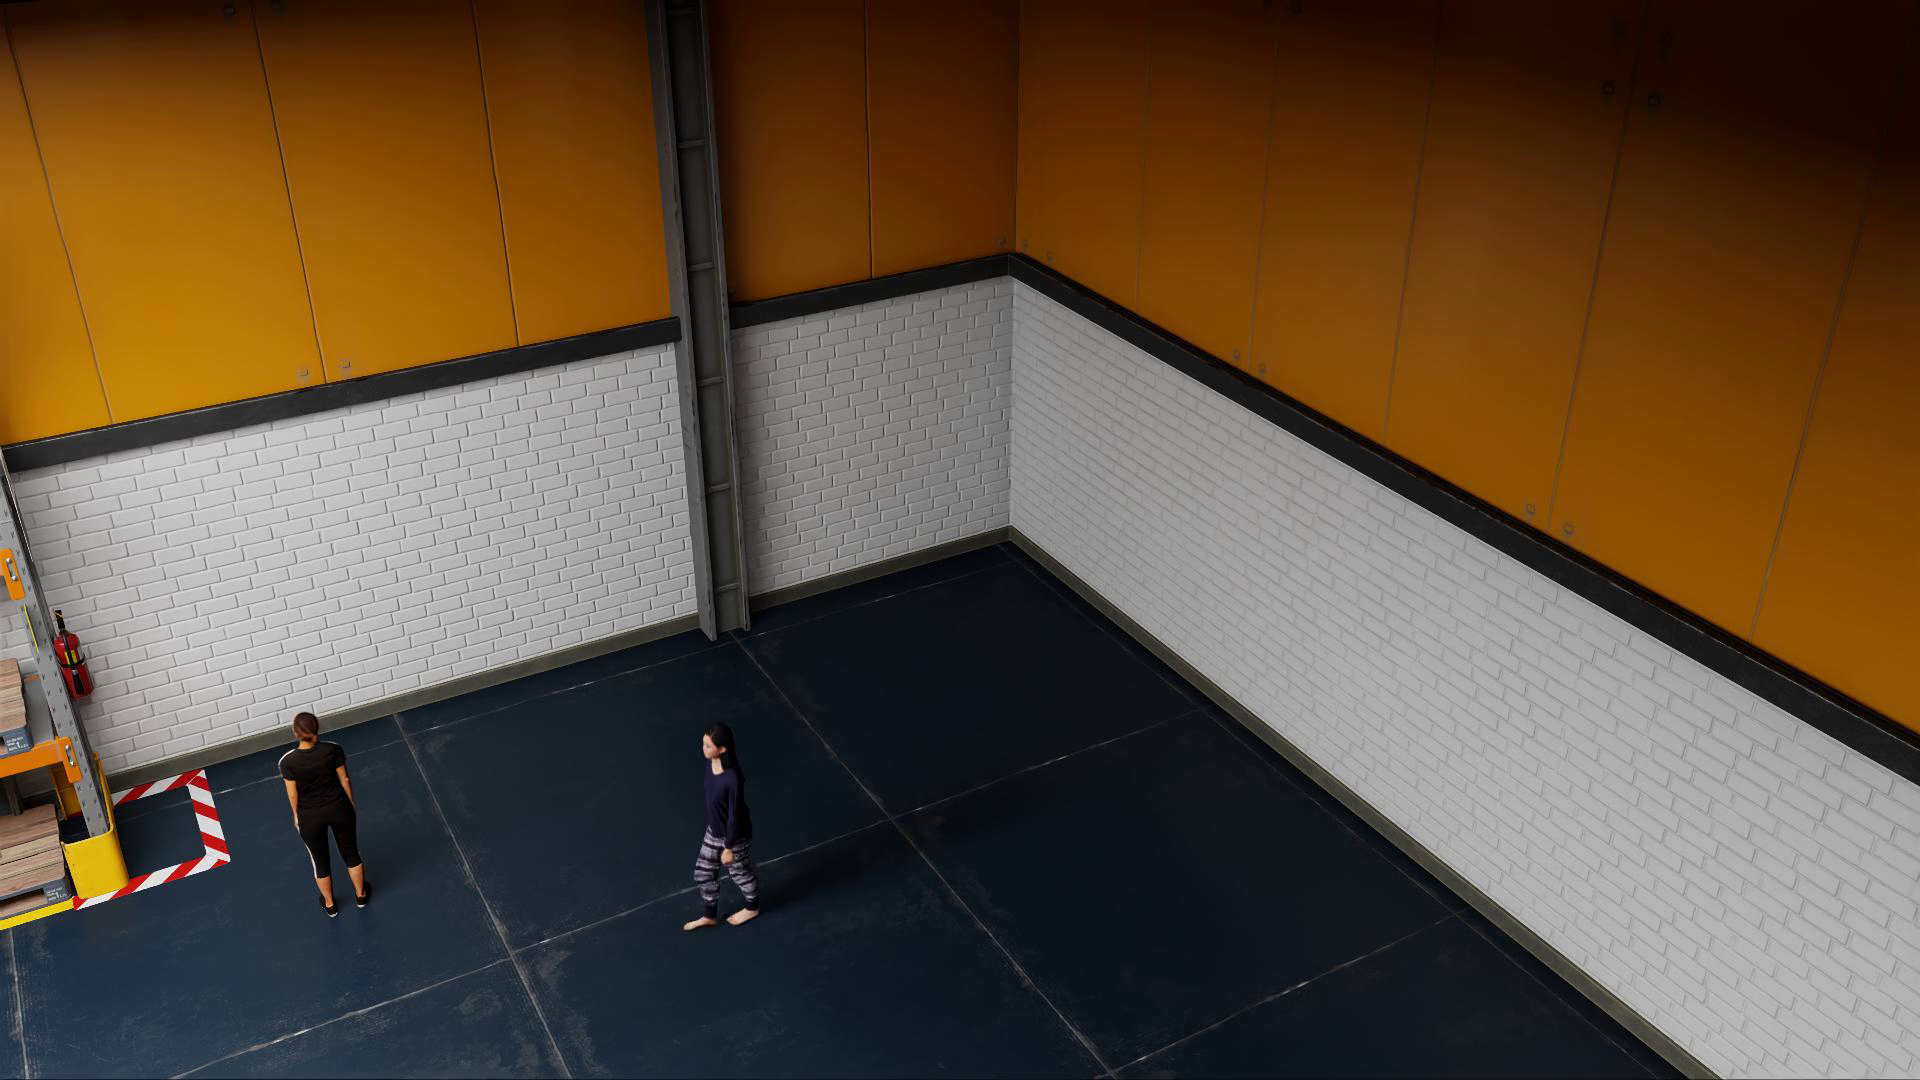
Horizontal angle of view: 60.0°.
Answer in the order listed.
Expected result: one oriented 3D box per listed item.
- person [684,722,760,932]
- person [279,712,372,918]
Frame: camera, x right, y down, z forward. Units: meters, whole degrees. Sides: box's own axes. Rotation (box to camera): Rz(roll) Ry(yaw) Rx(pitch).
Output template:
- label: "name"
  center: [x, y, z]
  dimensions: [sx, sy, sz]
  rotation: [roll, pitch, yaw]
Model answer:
- label: "person"
  center: [-1.527, 1.956, 11.493]
  dimensions: [0.796, 1.720, 0.660]
  rotation: [-18, 34, -30]
- label: "person"
  center: [-4.450, 1.903, 11.644]
  dimensions: [0.470, 1.667, 0.644]
  rotation: [-14, 31, -24]
